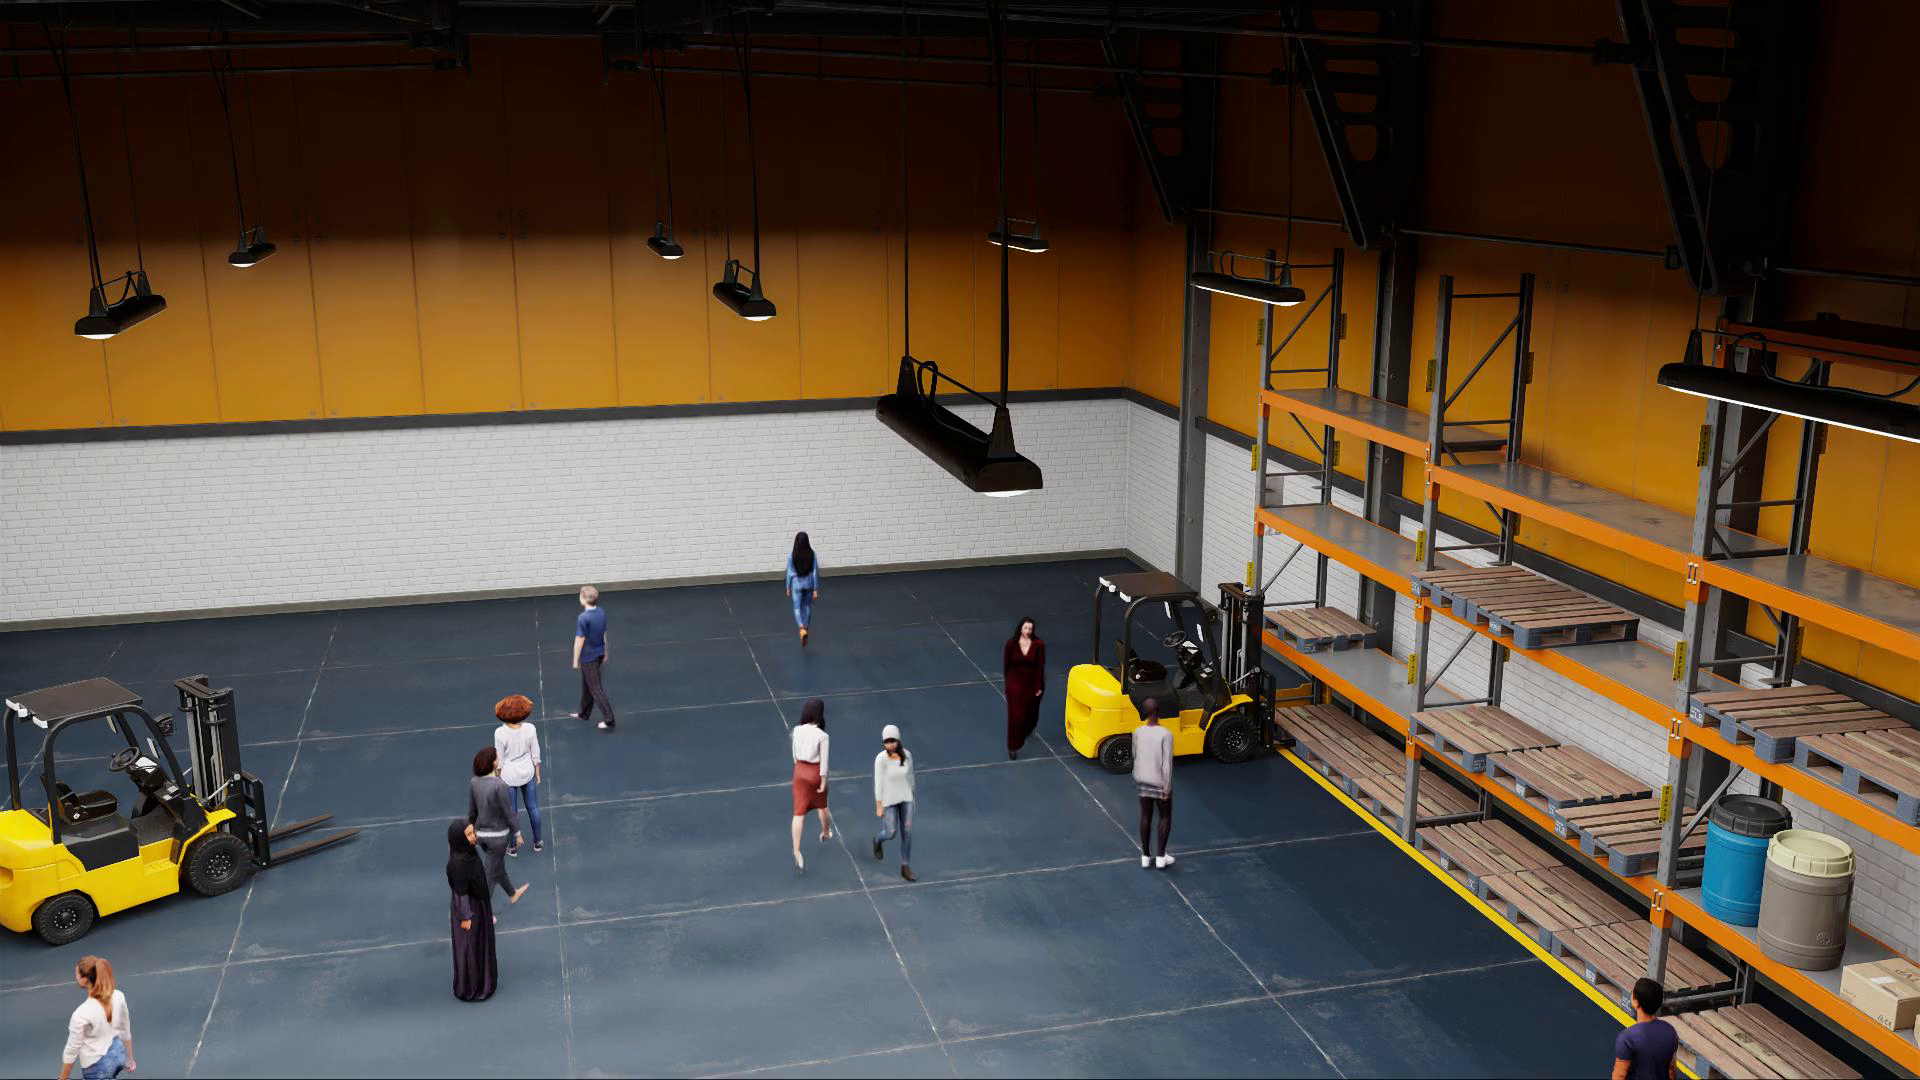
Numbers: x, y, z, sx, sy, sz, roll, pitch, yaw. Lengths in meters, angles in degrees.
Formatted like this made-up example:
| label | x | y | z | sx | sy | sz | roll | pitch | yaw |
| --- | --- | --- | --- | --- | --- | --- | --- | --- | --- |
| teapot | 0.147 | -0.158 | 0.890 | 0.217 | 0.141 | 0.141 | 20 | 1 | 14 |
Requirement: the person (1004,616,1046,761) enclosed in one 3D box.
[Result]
| label | x | y | z | sx | sy | sz | roll | pitch | yaw |
| --- | --- | --- | --- | --- | --- | --- | --- | --- | --- |
| person | 0.792 | 1.753 | 20.220 | 0.808 | 1.717 | 1.106 | 0 | 14 | 0 |

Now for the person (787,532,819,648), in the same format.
| label | x | y | z | sx | sy | sz | roll | pitch | yaw |
| --- | --- | --- | --- | --- | --- | --- | --- | --- | --- |
| person | -2.294 | 0.754 | 24.420 | 0.604 | 1.683 | 1.087 | -3 | 14 | -14 |

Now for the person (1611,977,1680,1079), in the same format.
| label | x | y | z | sx | sy | sz | roll | pitch | yaw |
| --- | --- | --- | --- | --- | --- | --- | --- | --- | --- |
| person | 4.708 | 3.865 | 11.350 | 0.673 | 1.786 | 0.709 | -4 | 14 | -17 |

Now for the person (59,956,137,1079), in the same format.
| label | x | y | z | sx | sy | sz | roll | pitch | yaw |
| --- | --- | --- | --- | --- | --- | --- | --- | --- | --- |
| person | -6.017 | 3.805 | 11.845 | 1.023 | 1.671 | 1.170 | 3 | 14 | 10 |

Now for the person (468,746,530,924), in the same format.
| label | x | y | z | sx | sy | sz | roll | pitch | yaw |
| --- | --- | --- | --- | --- | --- | --- | --- | --- | --- |
| person | -4.477 | 2.842 | 15.706 | 1.037 | 1.726 | 1.119 | 7 | 15 | 26 |

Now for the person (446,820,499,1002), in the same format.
| label | x | y | z | sx | sy | sz | roll | pitch | yaw |
| --- | --- | --- | --- | --- | --- | --- | --- | --- | --- |
| person | -4.275 | 3.193 | 14.490 | 0.729 | 1.615 | 0.615 | 0 | 14 | 2 |

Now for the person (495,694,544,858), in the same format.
| label | x | y | z | sx | sy | sz | roll | pitch | yaw |
| --- | --- | --- | --- | --- | --- | --- | --- | --- | --- |
| person | -4.623 | 2.443 | 17.383 | 0.677 | 1.711 | 0.644 | -6 | 15 | -25 |

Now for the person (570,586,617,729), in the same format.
| label | x | y | z | sx | sy | sz | roll | pitch | yaw |
| --- | --- | --- | --- | --- | --- | --- | --- | --- | --- |
| person | -4.582 | 1.507 | 20.977 | 1.103 | 1.839 | 1.087 | 6 | 15 | 24 |

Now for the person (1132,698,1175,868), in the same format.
| label | x | y | z | sx | sy | sz | roll | pitch | yaw |
| --- | --- | --- | --- | --- | --- | --- | --- | --- | --- |
| person | 1.963 | 2.515 | 17.020 | 0.792 | 1.742 | 0.848 | 12 | 18 | 41 |

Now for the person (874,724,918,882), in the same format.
| label | x | y | z | sx | sy | sz | roll | pitch | yaw |
| --- | --- | --- | --- | --- | --- | --- | --- | --- | --- |
| person | -0.695 | 2.621 | 16.818 | 0.746 | 1.632 | 0.956 | -9 | 16 | -33 |

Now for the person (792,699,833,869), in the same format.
| label | x | y | z | sx | sy | sz | roll | pitch | yaw |
| --- | --- | --- | --- | --- | --- | --- | --- | --- | --- |
| person | -1.571 | 2.536 | 17.043 | 1.018 | 1.690 | 1.197 | 4 | 14 | 18 |
